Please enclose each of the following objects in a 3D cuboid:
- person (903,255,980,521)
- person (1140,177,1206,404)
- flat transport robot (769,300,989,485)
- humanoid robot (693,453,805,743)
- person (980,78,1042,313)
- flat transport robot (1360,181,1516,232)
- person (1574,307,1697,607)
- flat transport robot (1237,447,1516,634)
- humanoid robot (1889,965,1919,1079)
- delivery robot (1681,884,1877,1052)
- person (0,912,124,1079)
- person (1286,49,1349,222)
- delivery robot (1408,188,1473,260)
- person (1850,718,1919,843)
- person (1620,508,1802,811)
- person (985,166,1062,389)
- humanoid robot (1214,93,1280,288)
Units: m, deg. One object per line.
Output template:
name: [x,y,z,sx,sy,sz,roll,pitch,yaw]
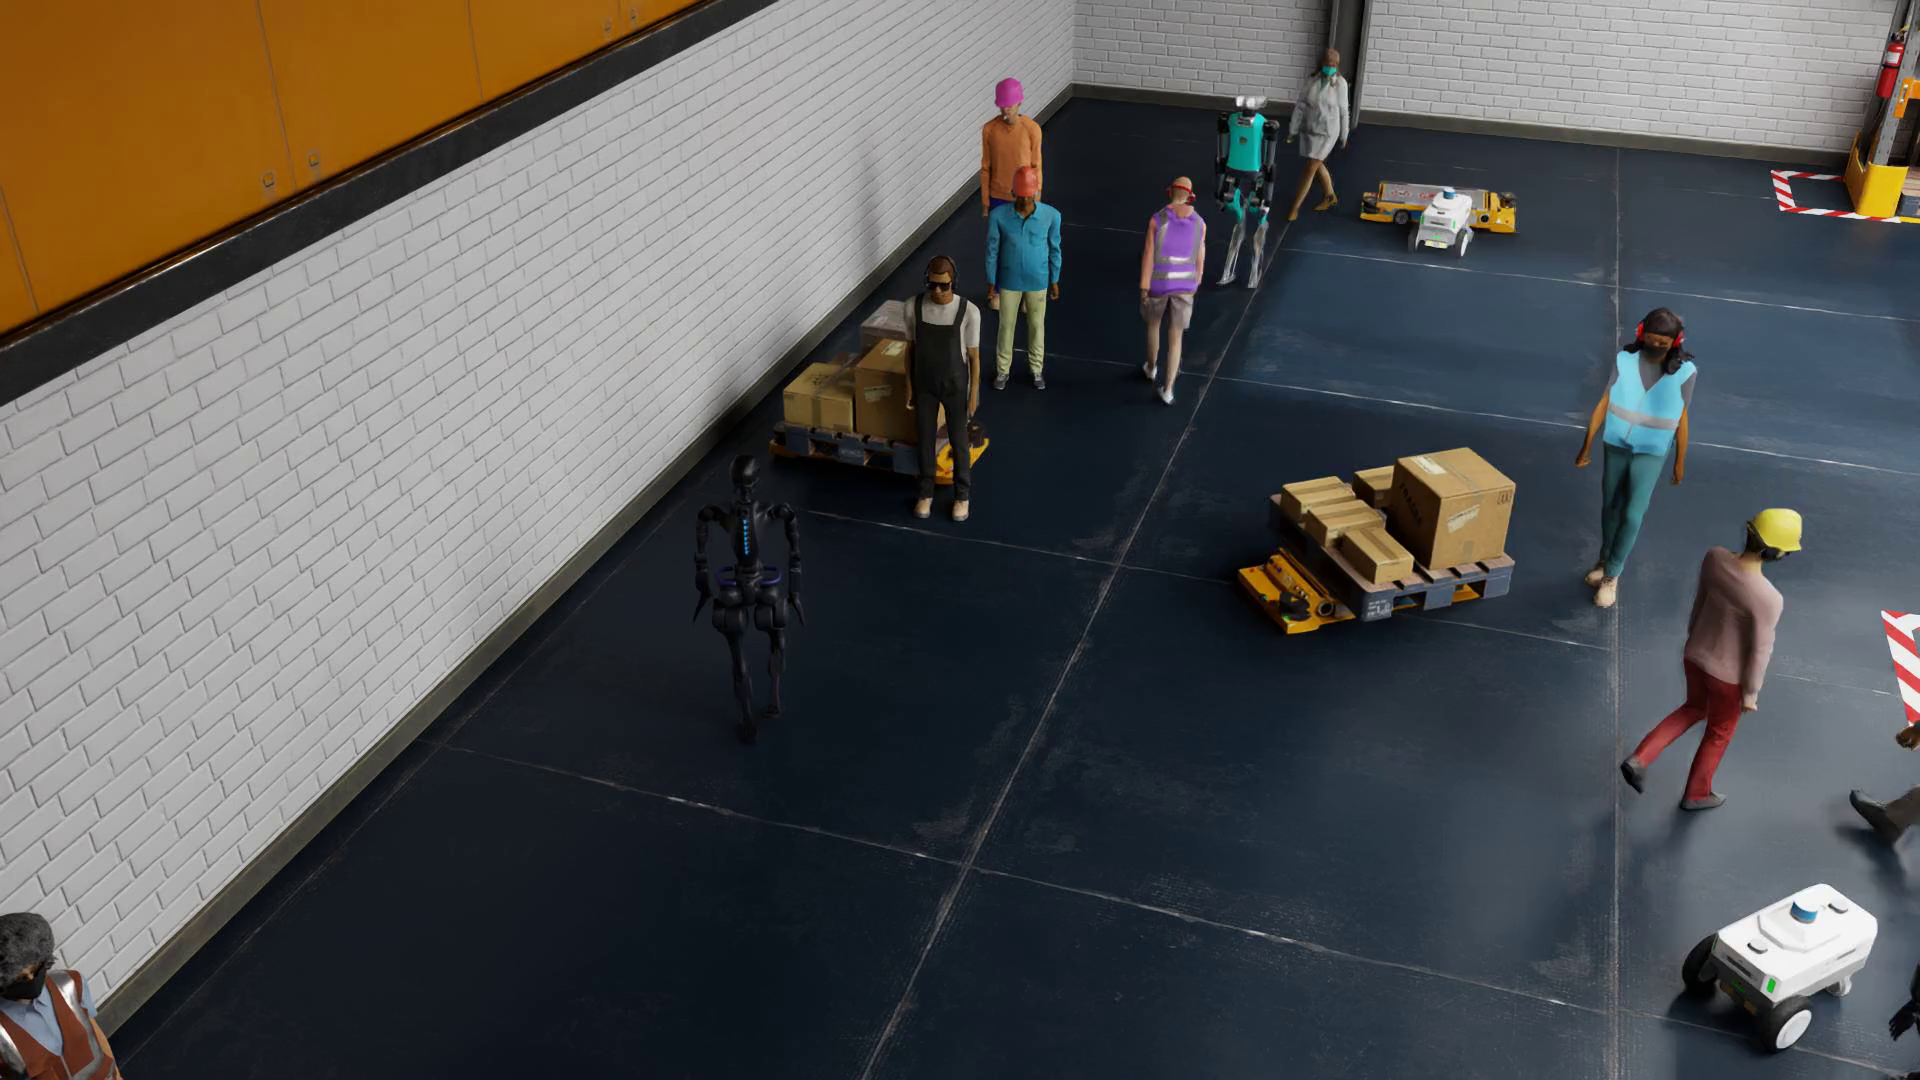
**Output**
person: [-0.119,-0.980,10.751,0.499,1.839,0.343,8,31,13]
person: [1.579,-1.892,12.481,0.498,1.634,0.785,-2,30,-3]
flat transport robot: [-0.575,-0.716,11.844,1.431,0.231,0.659,11,32,18]
humanoid robot: [-1.118,0.302,8.721,0.591,1.652,0.360,-3,31,-4]
person: [0.417,-2.857,13.813,0.516,1.972,0.404,6,31,10]
flat transport robot: [4.631,-3.226,16.113,1.431,0.231,0.659,8,31,13]
person: [3.996,-0.501,9.913,0.594,1.856,0.522,19,36,29]
flat transport robot: [2.505,0.223,10.246,1.431,0.231,0.659,-10,32,-16]
humanoid robot: [3.885,1.771,6.263,0.589,1.620,0.629,14,33,22]
delivery robot: [3.600,1.810,7.260,0.763,0.591,0.511,-15,34,-24]
person: [-3.142,1.995,5.827,0.318,1.690,0.435,17,35,27]
person: [3.435,-3.884,15.888,0.513,1.612,0.712,26,39,36]
delivery robot: [4.471,-2.942,15.334,0.506,0.580,0.752,14,33,23]
person: [4.632,0.841,7.625,0.571,1.851,0.968,-16,34,-25]
person: [3.666,0.611,8.129,0.560,1.733,0.543,-9,32,-15]
person: [0.475,-1.962,12.499,0.574,1.747,0.339,0,30,1]
humanoid robot: [2.501,-3.008,14.267,0.532,1.765,0.769,15,34,24]
